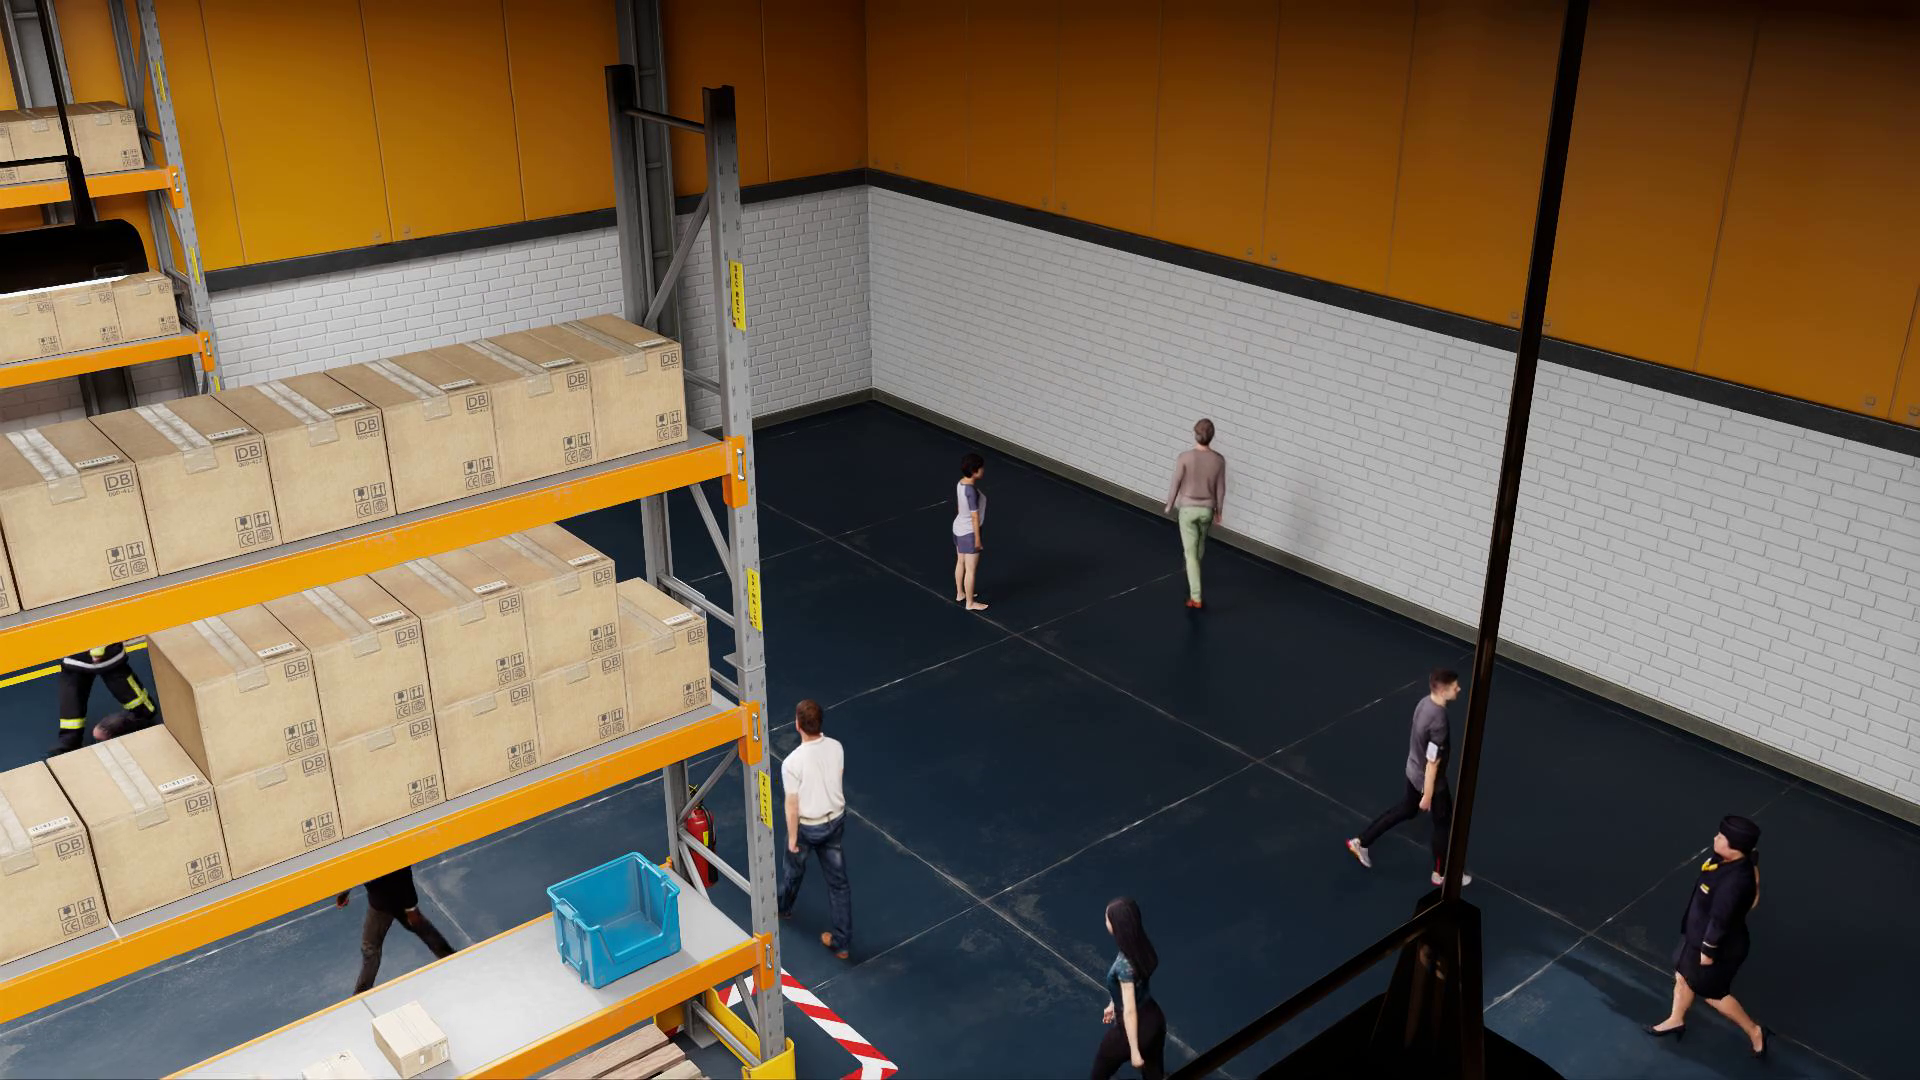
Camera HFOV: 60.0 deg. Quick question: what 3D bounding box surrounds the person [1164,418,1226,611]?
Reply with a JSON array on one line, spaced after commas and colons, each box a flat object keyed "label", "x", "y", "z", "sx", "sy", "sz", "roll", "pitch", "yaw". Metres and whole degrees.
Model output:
[{"label": "person", "x": 2.294, "y": -0.211, "z": 16.026, "sx": 1.284, "sy": 1.835, "sz": 1.163, "roll": -4, "pitch": 24, "yaw": -8}]

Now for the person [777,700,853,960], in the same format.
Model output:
[{"label": "person", "x": -0.886, "y": 1.965, "z": 11.065, "sx": 1.064, "sy": 1.820, "sz": 0.766, "roll": -16, "pitch": 28, "yaw": -33}]

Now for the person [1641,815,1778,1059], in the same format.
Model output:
[{"label": "person", "x": 4.678, "y": 2.467, "z": 10.127, "sx": 1.015, "sy": 1.651, "sz": 1.051, "roll": 10, "pitch": 26, "yaw": 23}]

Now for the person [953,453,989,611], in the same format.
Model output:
[{"label": "person", "x": 0.083, "y": -0.101, "z": 16.108, "sx": 0.634, "sy": 1.567, "sz": 0.634, "roll": -8, "pitch": 25, "yaw": -17}]

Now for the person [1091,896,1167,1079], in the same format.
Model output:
[{"label": "person", "x": 1.070, "y": 2.797, "z": 9.317, "sx": 0.813, "sy": 1.696, "sz": 0.881, "roll": 11, "pitch": 26, "yaw": 24}]

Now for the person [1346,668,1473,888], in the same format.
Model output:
[{"label": "person", "x": 3.230, "y": 1.684, "z": 11.814, "sx": 1.180, "sy": 1.735, "sz": 1.094, "roll": 1, "pitch": 24, "yaw": 2}]
